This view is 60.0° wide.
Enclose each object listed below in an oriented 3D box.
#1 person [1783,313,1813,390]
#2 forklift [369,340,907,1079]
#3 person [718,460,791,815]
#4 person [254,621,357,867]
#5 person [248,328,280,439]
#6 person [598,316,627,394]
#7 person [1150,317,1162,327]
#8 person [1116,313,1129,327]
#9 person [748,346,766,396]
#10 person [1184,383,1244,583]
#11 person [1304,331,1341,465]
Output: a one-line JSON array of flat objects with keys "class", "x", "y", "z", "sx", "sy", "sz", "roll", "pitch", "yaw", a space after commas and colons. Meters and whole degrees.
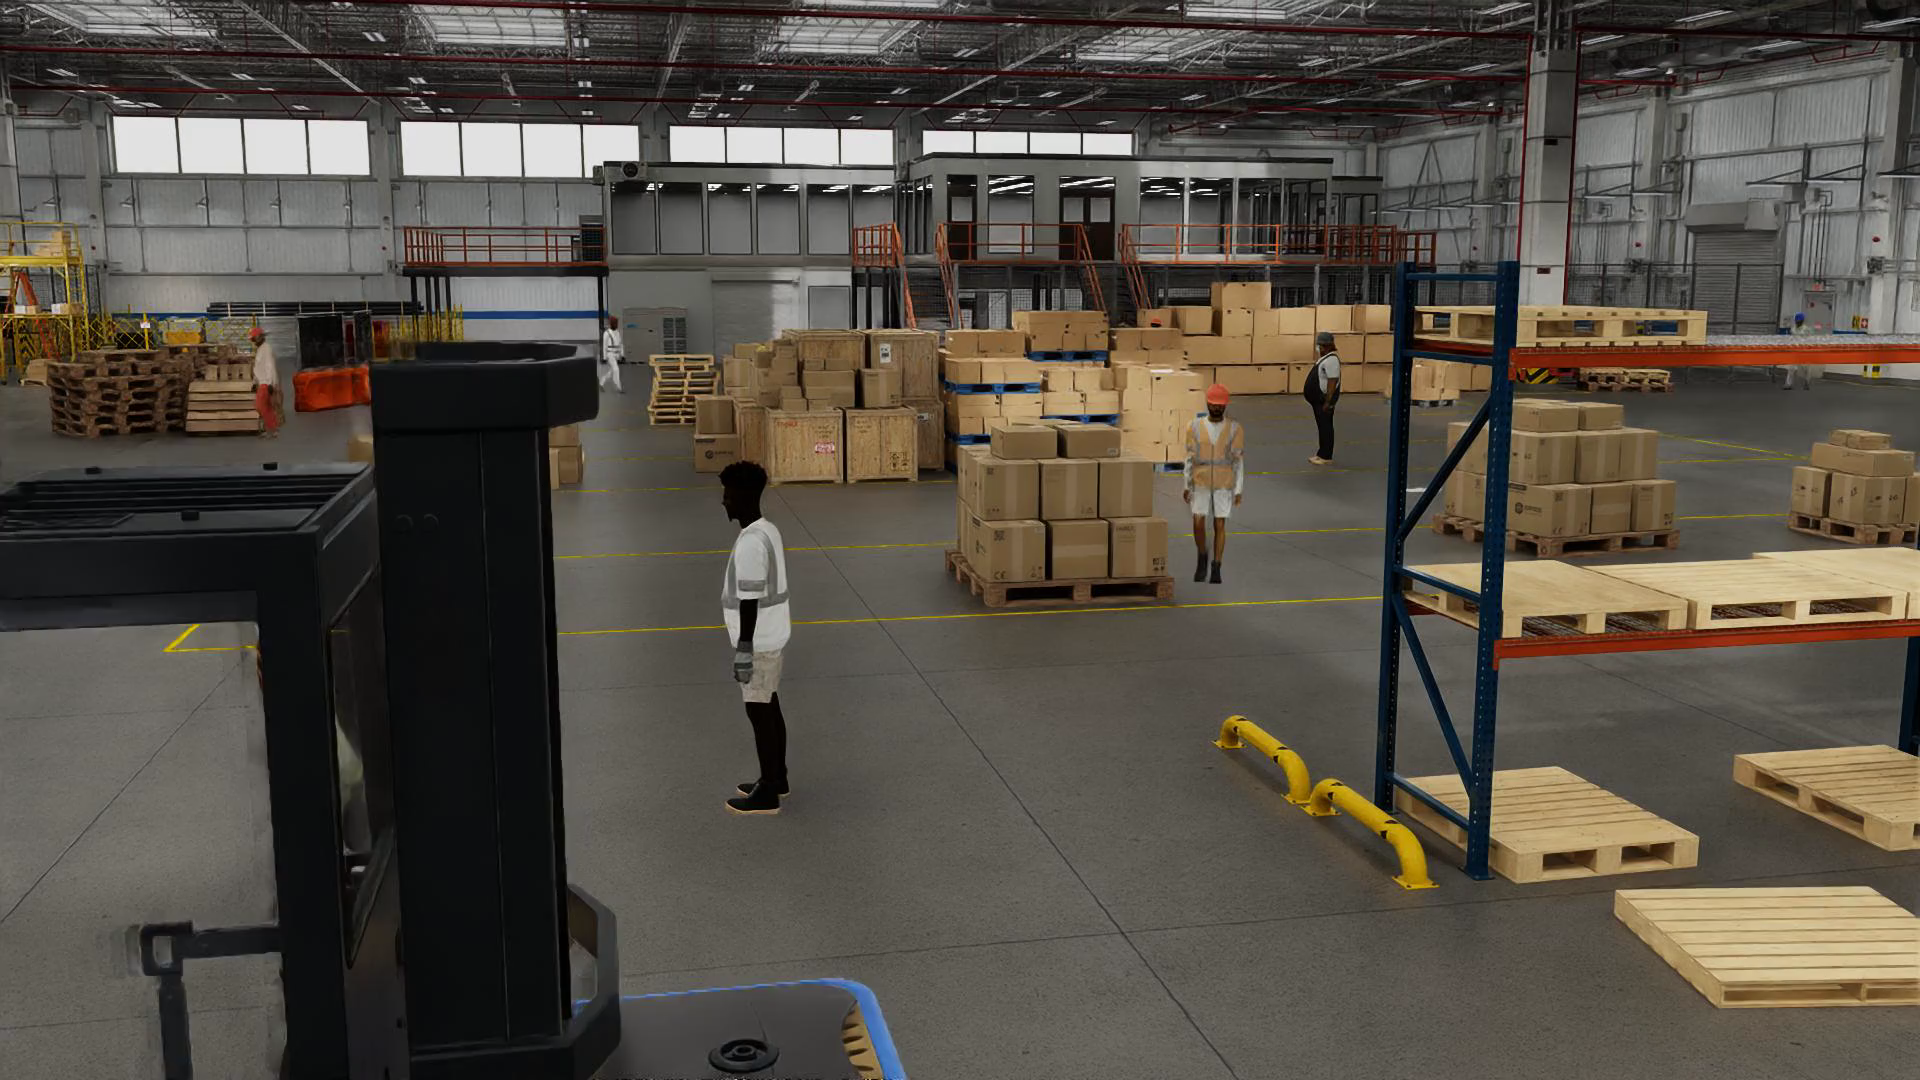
[{"class": "person", "x": 20.608, "y": -4.613, "z": 40.739, "sx": 0.986, "sy": 1.910, "sz": 0.606, "roll": -6, "pitch": 11, "yaw": -33}, {"class": "forklift", "x": -1.042, "y": 0.952, "z": 3.821, "sx": 1.873, "sy": 2.768, "sz": 1.129, "roll": -2, "pitch": 10, "yaw": -12}, {"class": "person", "x": -1.131, "y": 0.535, "z": 9.193, "sx": 0.386, "sy": 1.959, "sz": 0.598, "roll": 0, "pitch": 9, "yaw": 1}, {"class": "person", "x": -3.178, "y": 0.773, "z": 8.052, "sx": 0.394, "sy": 1.853, "sz": 0.511, "roll": 7, "pitch": 12, "yaw": 36}, {"class": "person", "x": -12.174, "y": -2.726, "z": 29.068, "sx": 0.453, "sy": 1.954, "sz": 0.631, "roll": -5, "pitch": 11, "yaw": -29}, {"class": "person", "x": -8.314, "y": -4.385, "z": 39.486, "sx": 0.844, "sy": 1.858, "sz": 0.570, "roll": 4, "pitch": 10, "yaw": 21}, {"class": "person", "x": 4.239, "y": -3.878, "z": 36.146, "sx": 0.543, "sy": 1.931, "sz": 0.371, "roll": 6, "pitch": 11, "yaw": 33}, {"class": "person", "x": 4.193, "y": -4.900, "z": 42.639, "sx": 0.345, "sy": 1.847, "sz": 0.504, "roll": -9, "pitch": 13, "yaw": -43}, {"class": "person", "x": -3.191, "y": -2.272, "z": 26.932, "sx": 0.494, "sy": 1.743, "sz": 0.302, "roll": -4, "pitch": 10, "yaw": -22}, {"class": "person", "x": 2.400, "y": -0.525, "z": 15.743, "sx": 0.565, "sy": 1.916, "sz": 0.510, "roll": 2, "pitch": 9, "yaw": 10}, {"class": "person", "x": 5.503, "y": -2.157, "z": 25.324, "sx": 0.538, "sy": 2.000, "sz": 0.690, "roll": 1, "pitch": 9, "yaw": 4}]
